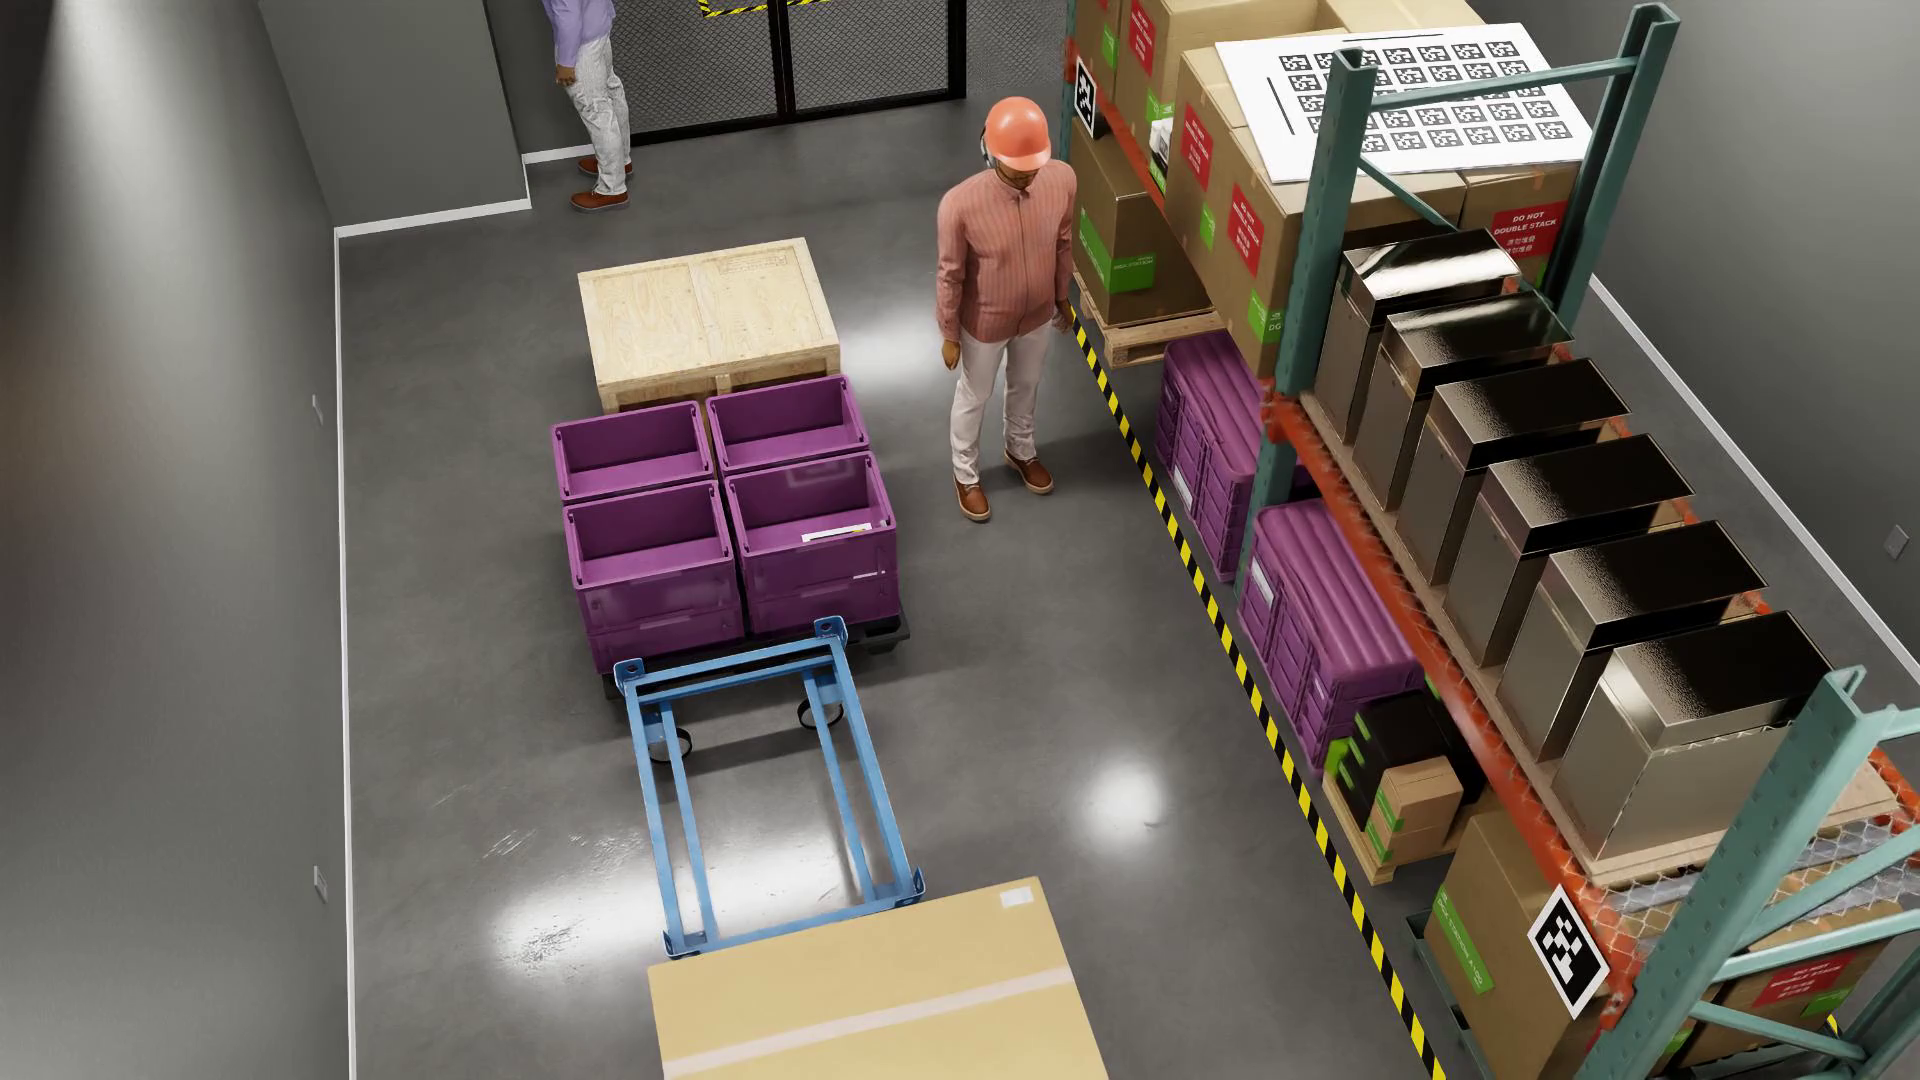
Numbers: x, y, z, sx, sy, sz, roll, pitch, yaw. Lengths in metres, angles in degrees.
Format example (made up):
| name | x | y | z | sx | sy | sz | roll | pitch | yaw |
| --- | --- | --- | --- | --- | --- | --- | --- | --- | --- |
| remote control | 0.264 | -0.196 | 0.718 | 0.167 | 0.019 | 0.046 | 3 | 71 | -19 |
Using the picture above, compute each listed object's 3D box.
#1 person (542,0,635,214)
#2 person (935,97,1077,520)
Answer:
| name | x | y | z | sx | sy | sz | roll | pitch | yaw |
| --- | --- | --- | --- | --- | --- | --- | --- | --- | --- |
| person | -1.884 | -2.513 | 8.199 | 0.372 | 1.935 | 0.631 | 0 | 47 | 0 |
| person | 0.198 | -0.909 | 6.684 | 0.623 | 1.992 | 0.396 | -22 | 51 | -19 |
